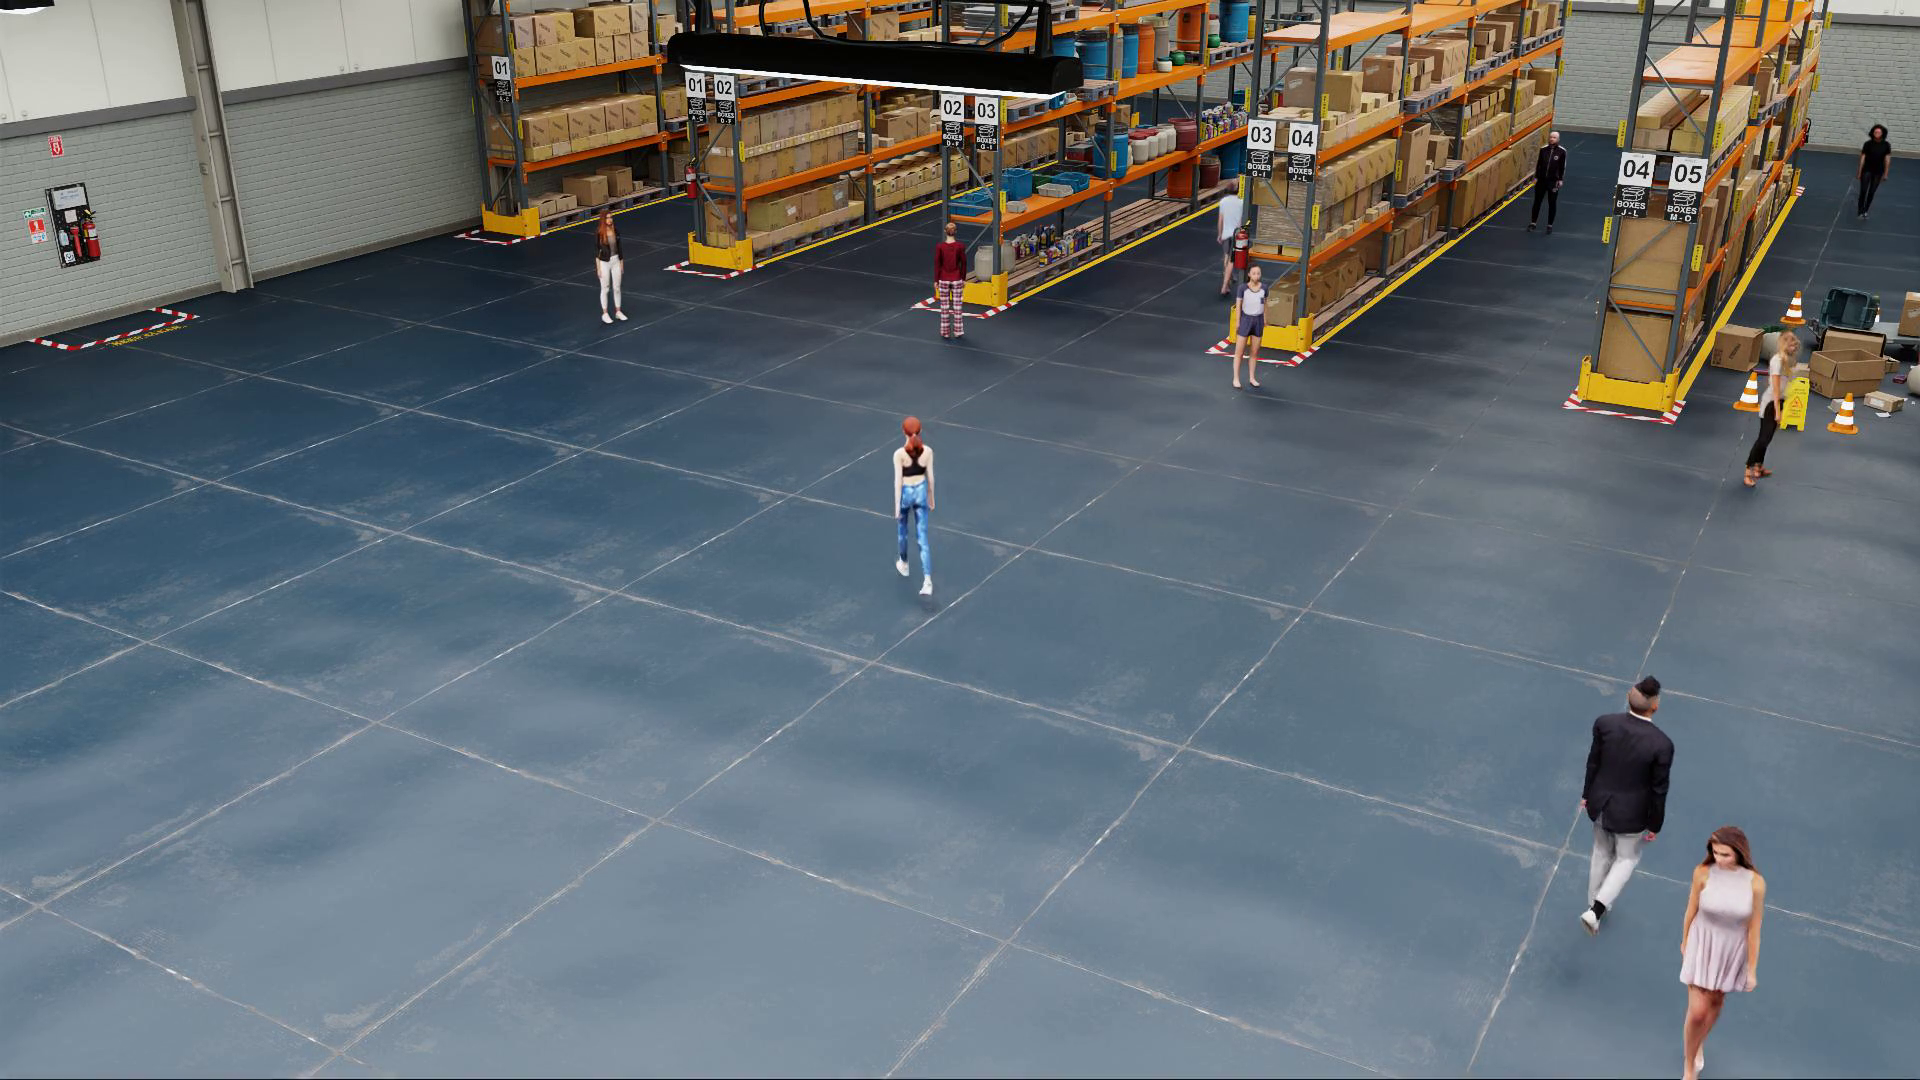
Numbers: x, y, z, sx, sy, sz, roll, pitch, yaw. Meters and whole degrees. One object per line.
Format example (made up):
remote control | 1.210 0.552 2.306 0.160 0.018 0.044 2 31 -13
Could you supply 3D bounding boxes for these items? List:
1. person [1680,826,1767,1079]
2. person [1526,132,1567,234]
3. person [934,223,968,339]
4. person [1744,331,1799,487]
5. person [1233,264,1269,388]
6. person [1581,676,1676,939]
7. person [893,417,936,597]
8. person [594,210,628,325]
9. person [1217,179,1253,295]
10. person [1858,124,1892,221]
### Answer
person | 4.401 2.371 9.692 0.644 1.742 0.788 7 24 15
person | 10.862 -6.615 30.701 0.670 1.836 0.565 14 27 29
person | -0.140 -3.803 24.265 0.689 1.699 0.710 -3 23 -7
person | 9.184 -1.533 18.799 0.832 1.800 0.484 7 24 16
person | 3.852 -2.858 22.107 0.670 1.650 0.719 -5 23 -11
person | 4.274 1.769 10.860 0.847 1.935 1.007 20 30 39
person | -0.419 -0.283 15.935 1.172 1.741 1.192 -7 24 -16
person | -5.286 -4.125 25.021 0.600 1.699 0.713 -15 27 -31
person | 4.314 -4.788 26.467 0.661 1.789 1.150 13 26 28
person | 17.374 -7.006 31.667 0.741 1.800 1.049 8 24 19
